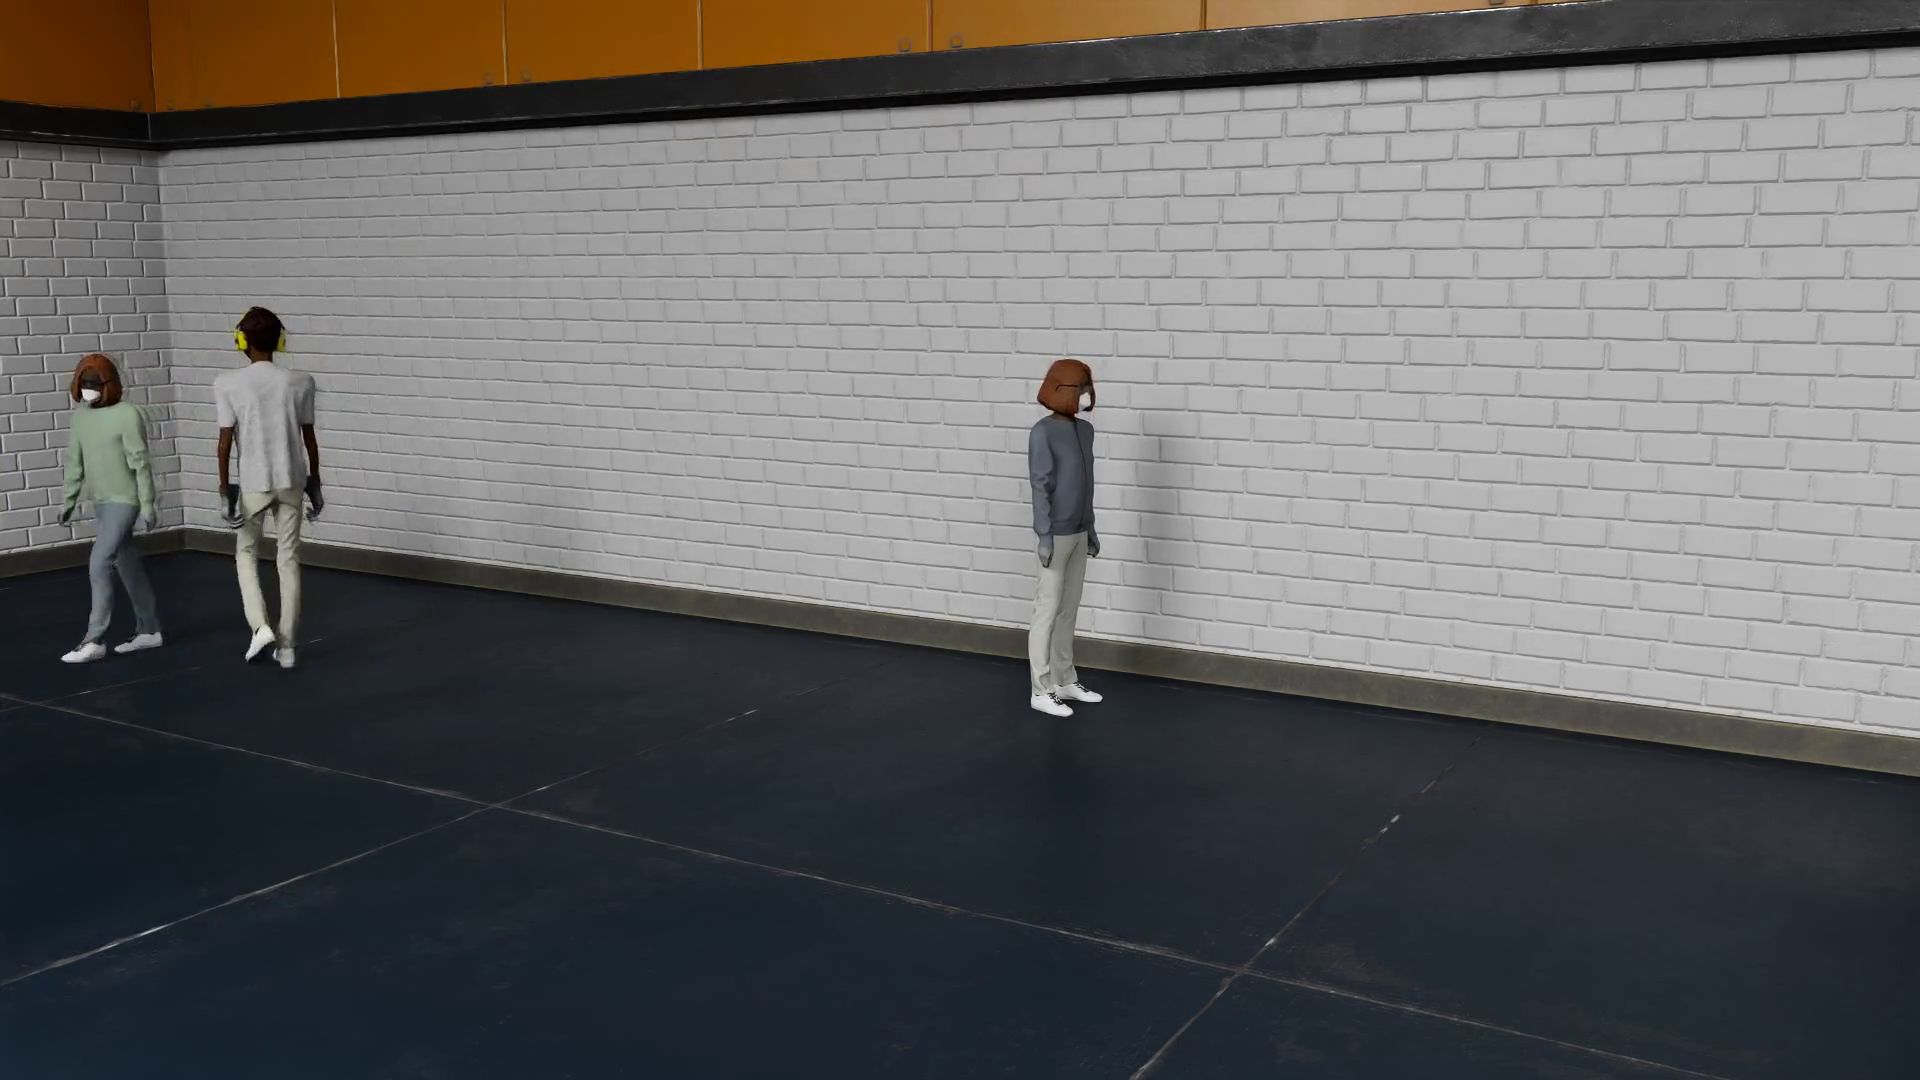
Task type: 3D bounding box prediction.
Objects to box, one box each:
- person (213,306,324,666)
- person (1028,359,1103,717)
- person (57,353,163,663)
[{"bbox_3d":[-3.533,-0.266,8.551,0.520,1.856,0.379,-5,11,-30],"label":"person"},{"bbox_3d":[0.488,-0.019,7.701,0.287,1.635,0.500,6,11,31],"label":"person"},{"bbox_3d":[-4.508,-0.163,8.671,0.559,1.601,0.720,6,11,31],"label":"person"}]
